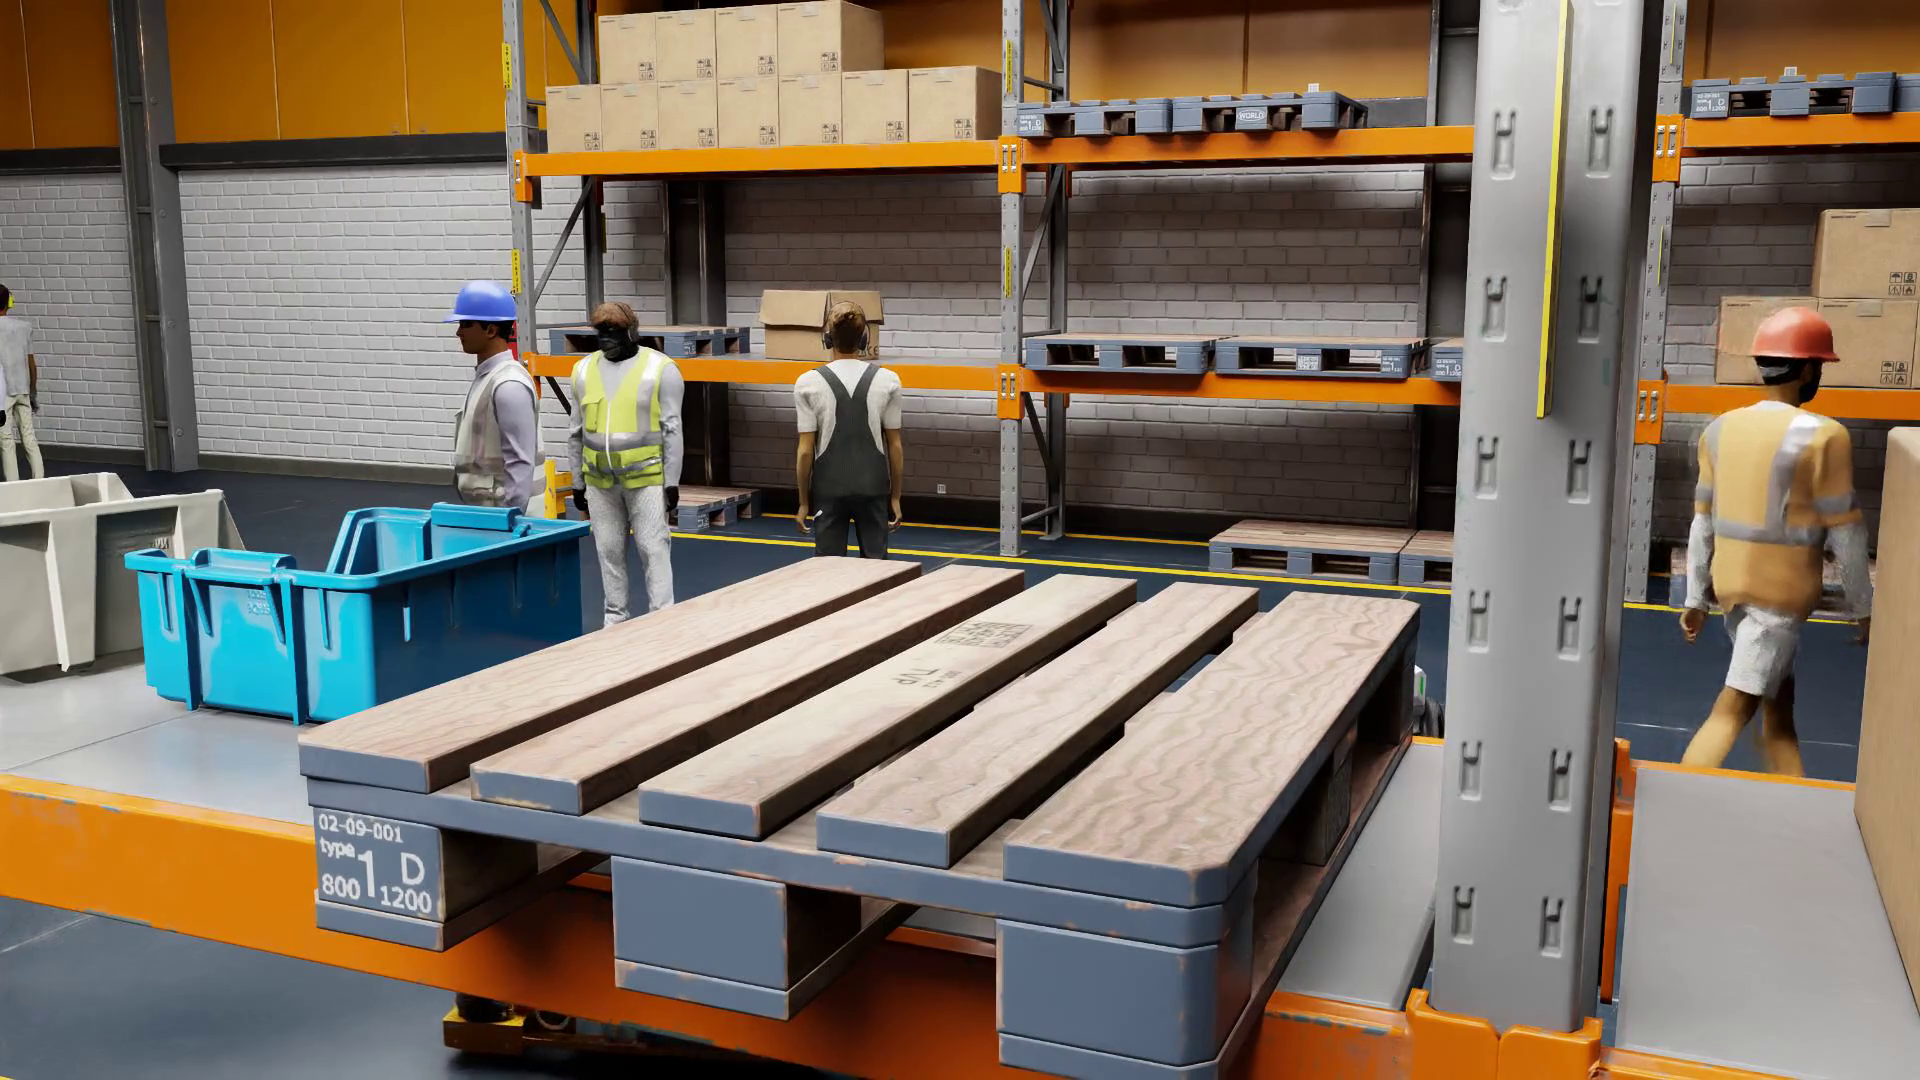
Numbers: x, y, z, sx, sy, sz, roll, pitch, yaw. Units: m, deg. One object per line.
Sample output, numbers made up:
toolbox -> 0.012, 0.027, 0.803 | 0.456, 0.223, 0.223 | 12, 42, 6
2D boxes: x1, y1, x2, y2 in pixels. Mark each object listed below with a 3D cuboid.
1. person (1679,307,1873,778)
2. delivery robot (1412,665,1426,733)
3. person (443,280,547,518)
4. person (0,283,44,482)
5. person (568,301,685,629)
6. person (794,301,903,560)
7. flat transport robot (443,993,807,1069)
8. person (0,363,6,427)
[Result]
person -> 2.723, 0.165, 5.592 | 1.032, 1.883, 0.553 | -3, 10, -16
delivery robot -> 1.654, 0.558, 6.891 | 0.477, 0.478, 0.707 | -1, 10, -5
person -> -1.943, -0.114, 7.030 | 0.389, 1.949, 0.603 | -5, 11, -26
person -> -7.743, -1.156, 13.528 | 0.327, 1.865, 0.517 | 4, 10, 25
person -> -1.718, -0.309, 8.564 | 0.631, 1.833, 0.429 | 2, 10, 14
person -> -0.518, -0.188, 7.783 | 0.505, 1.846, 0.346 | -2, 10, -11
flat transport robot -> -0.552, 1.163, 4.399 | 1.431, 0.197, 0.652 | 2, 10, 9
person -> -7.655, -1.013, 12.734 | 0.634, 1.842, 0.429 | -5, 10, -25
